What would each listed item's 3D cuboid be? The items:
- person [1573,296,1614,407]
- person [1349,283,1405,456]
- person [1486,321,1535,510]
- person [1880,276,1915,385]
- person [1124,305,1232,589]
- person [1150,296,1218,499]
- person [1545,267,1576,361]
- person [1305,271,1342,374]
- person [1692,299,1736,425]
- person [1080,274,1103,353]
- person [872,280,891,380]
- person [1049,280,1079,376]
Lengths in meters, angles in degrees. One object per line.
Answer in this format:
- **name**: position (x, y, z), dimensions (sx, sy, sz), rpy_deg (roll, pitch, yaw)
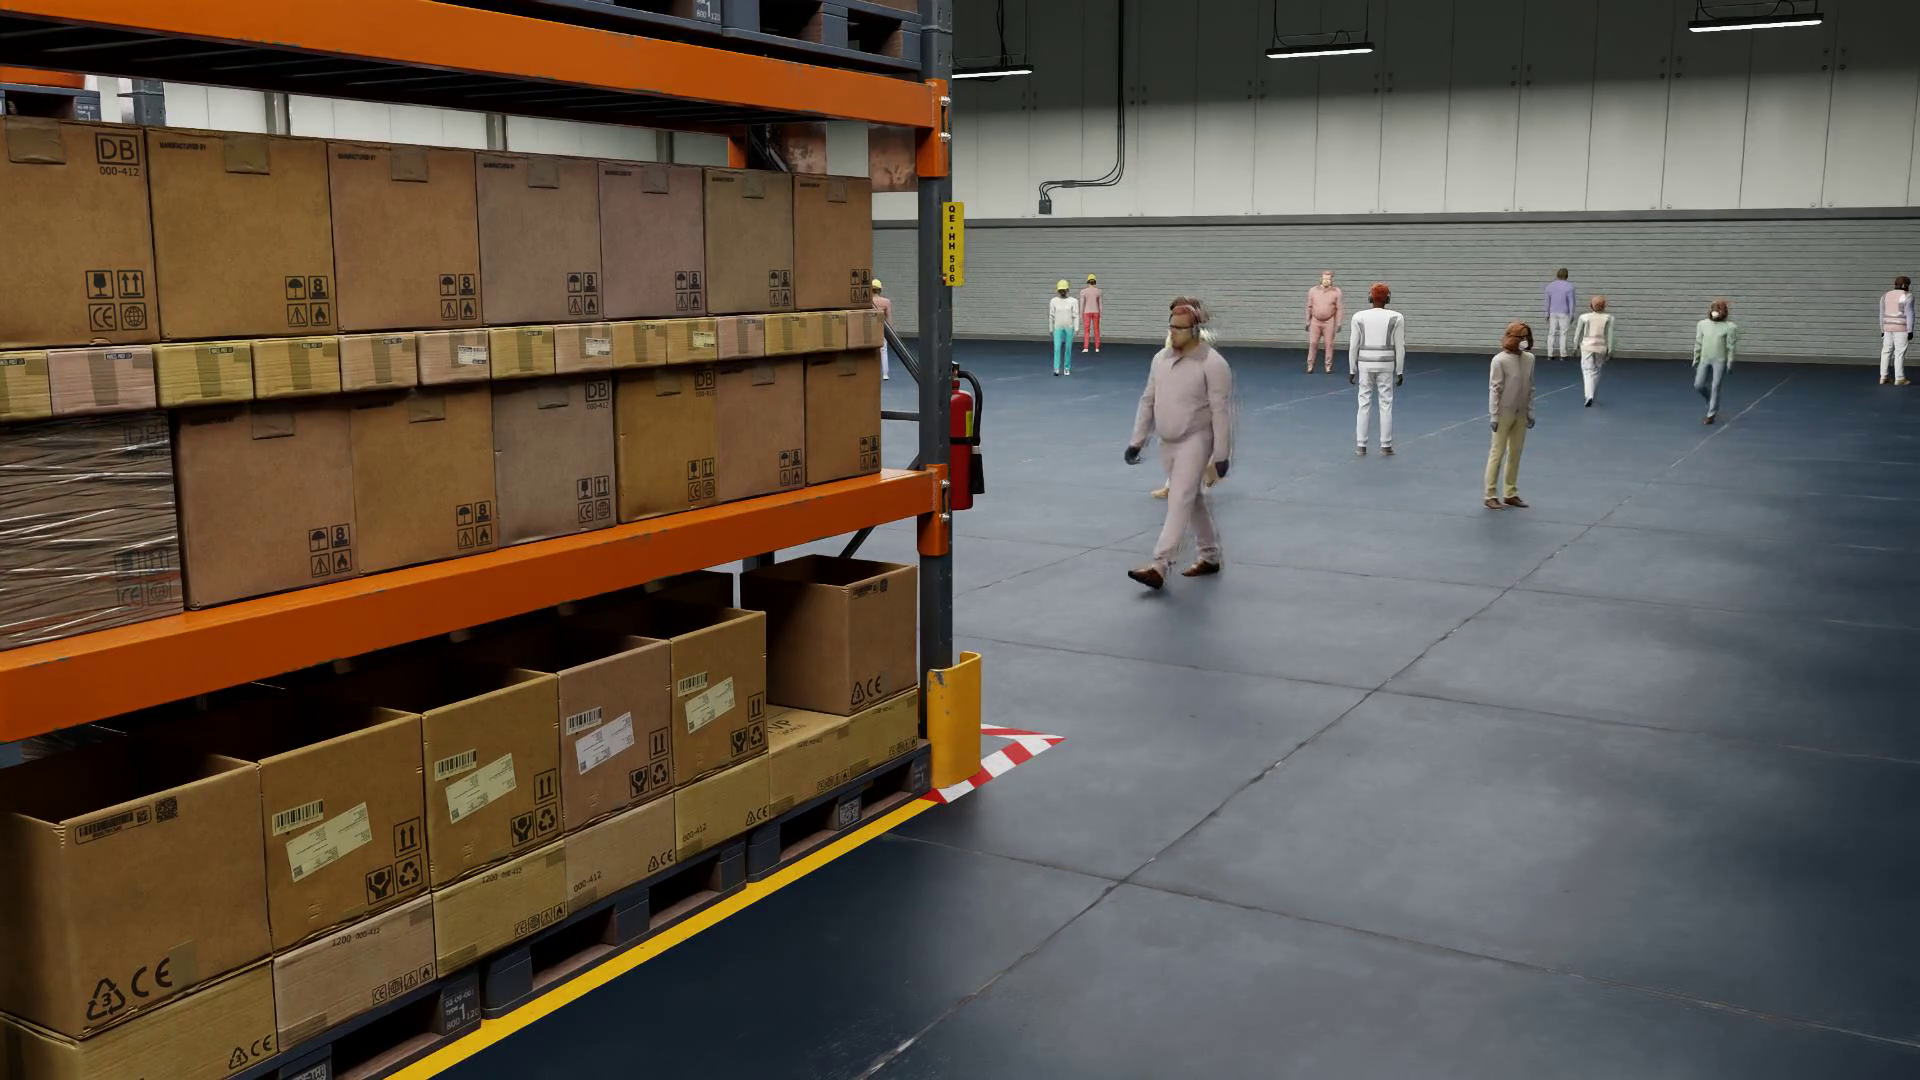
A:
- **person**: position (9.226, -2.745, 24.191), dimensions (0.523, 1.604, 0.837), rpy_deg (2, 10, 10)
- **person**: position (4.551, -1.859, 18.176), dimensions (0.585, 1.883, 0.340), rpy_deg (4, 10, 20)
- **person**: position (4.746, -1.069, 14.324), dimensions (0.505, 1.624, 0.290), rpy_deg (-5, 11, -29)
- **person**: position (15.924, -3.552, 28.238), dimensions (0.429, 1.838, 0.621), rpy_deg (-4, 10, -21)
- **person**: position (1.446, -0.620, 11.036), dimensions (1.010, 1.853, 0.660), rpy_deg (-7, 12, -34)
- **person**: position (2.059, -1.283, 14.985), dimensions (0.661, 1.825, 0.638), rpy_deg (-2, 10, -11)
- **person**: position (12.483, -4.692, 34.609), dimensions (0.635, 1.937, 0.352), rpy_deg (9, 13, 43)
- **person**: position (6.755, -4.038, 30.897), dimensions (0.663, 1.901, 0.402), rpy_deg (3, 10, 16)
- **person**: position (9.765, -2.309, 21.556), dimensions (0.525, 1.619, 0.383), rpy_deg (9, 13, 43)
- **person**: position (2.961, -5.107, 37.546), dimensions (0.534, 1.767, 0.313), rpy_deg (-1, 10, -7)
- **person**: position (-1.472, -3.677, 29.176), dimensions (0.526, 1.765, 0.329), rpy_deg (-1, 10, -8)
- **person**: position (1.880, -3.821, 30.108), dimensions (0.542, 1.724, 0.868), rpy_deg (1, 10, 7)
